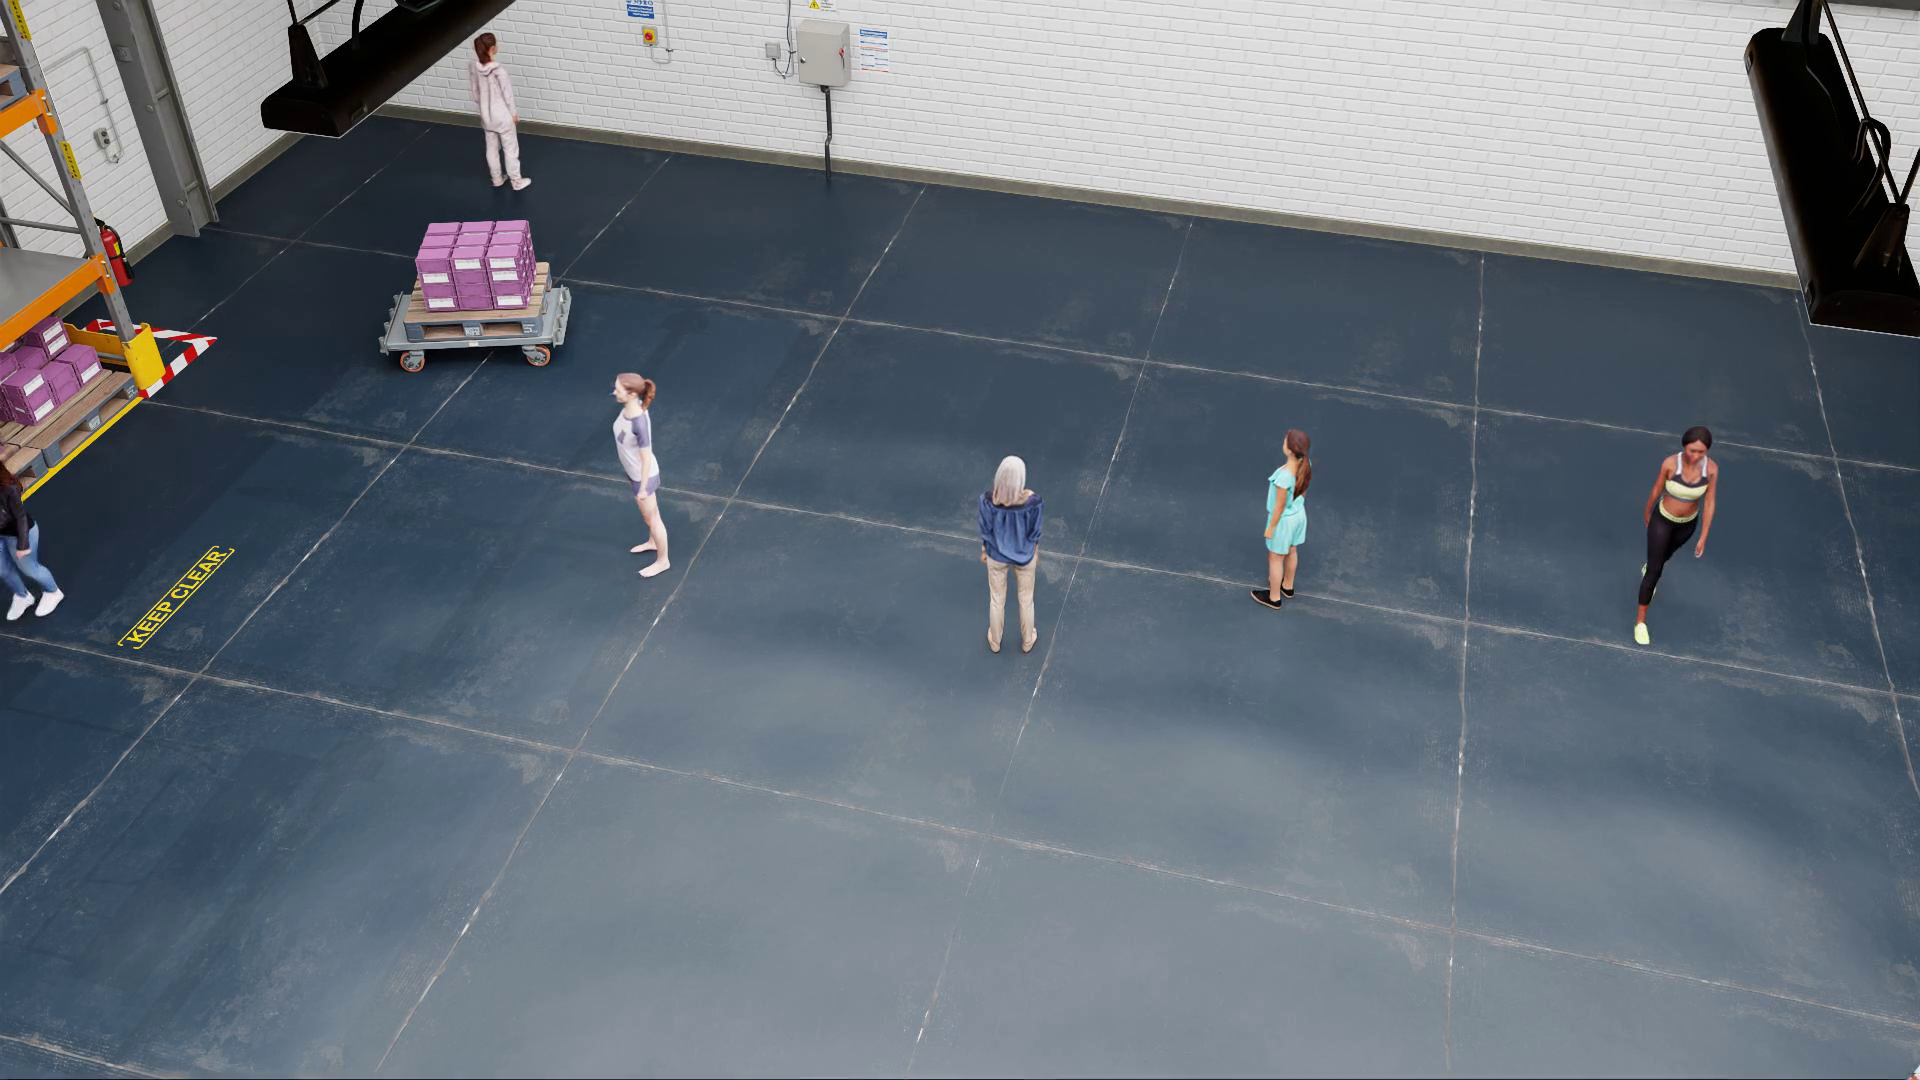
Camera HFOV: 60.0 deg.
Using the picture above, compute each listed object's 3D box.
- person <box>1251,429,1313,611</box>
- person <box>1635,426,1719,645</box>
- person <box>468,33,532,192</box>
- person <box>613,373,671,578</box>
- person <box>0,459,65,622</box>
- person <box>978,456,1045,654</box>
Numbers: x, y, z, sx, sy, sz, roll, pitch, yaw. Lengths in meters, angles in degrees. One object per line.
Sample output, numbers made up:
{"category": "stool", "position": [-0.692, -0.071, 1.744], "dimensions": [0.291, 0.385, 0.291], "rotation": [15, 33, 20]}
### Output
{"category": "person", "position": [2.422, -0.166, 12.366], "dimensions": [0.609, 1.558, 0.696], "rotation": [-31, 48, -33]}
{"category": "person", "position": [5.247, -0.159, 12.241], "dimensions": [0.600, 1.703, 1.170], "rotation": [8, 39, 10]}
{"category": "person", "position": [-4.966, -4.571, 17.779], "dimensions": [0.659, 1.688, 0.594], "rotation": [14, 41, 17]}
{"category": "person", "position": [-2.419, -0.524, 12.647], "dimensions": [0.743, 1.768, 0.665], "rotation": [-12, 40, -15]}
{"category": "person", "position": [-6.955, -0.073, 12.219], "dimensions": [0.708, 1.595, 0.654], "rotation": [23, 44, 26]}
{"category": "person", "position": [0.365, 0.115, 11.903], "dimensions": [0.658, 1.696, 0.630], "rotation": [2, 39, 3]}
